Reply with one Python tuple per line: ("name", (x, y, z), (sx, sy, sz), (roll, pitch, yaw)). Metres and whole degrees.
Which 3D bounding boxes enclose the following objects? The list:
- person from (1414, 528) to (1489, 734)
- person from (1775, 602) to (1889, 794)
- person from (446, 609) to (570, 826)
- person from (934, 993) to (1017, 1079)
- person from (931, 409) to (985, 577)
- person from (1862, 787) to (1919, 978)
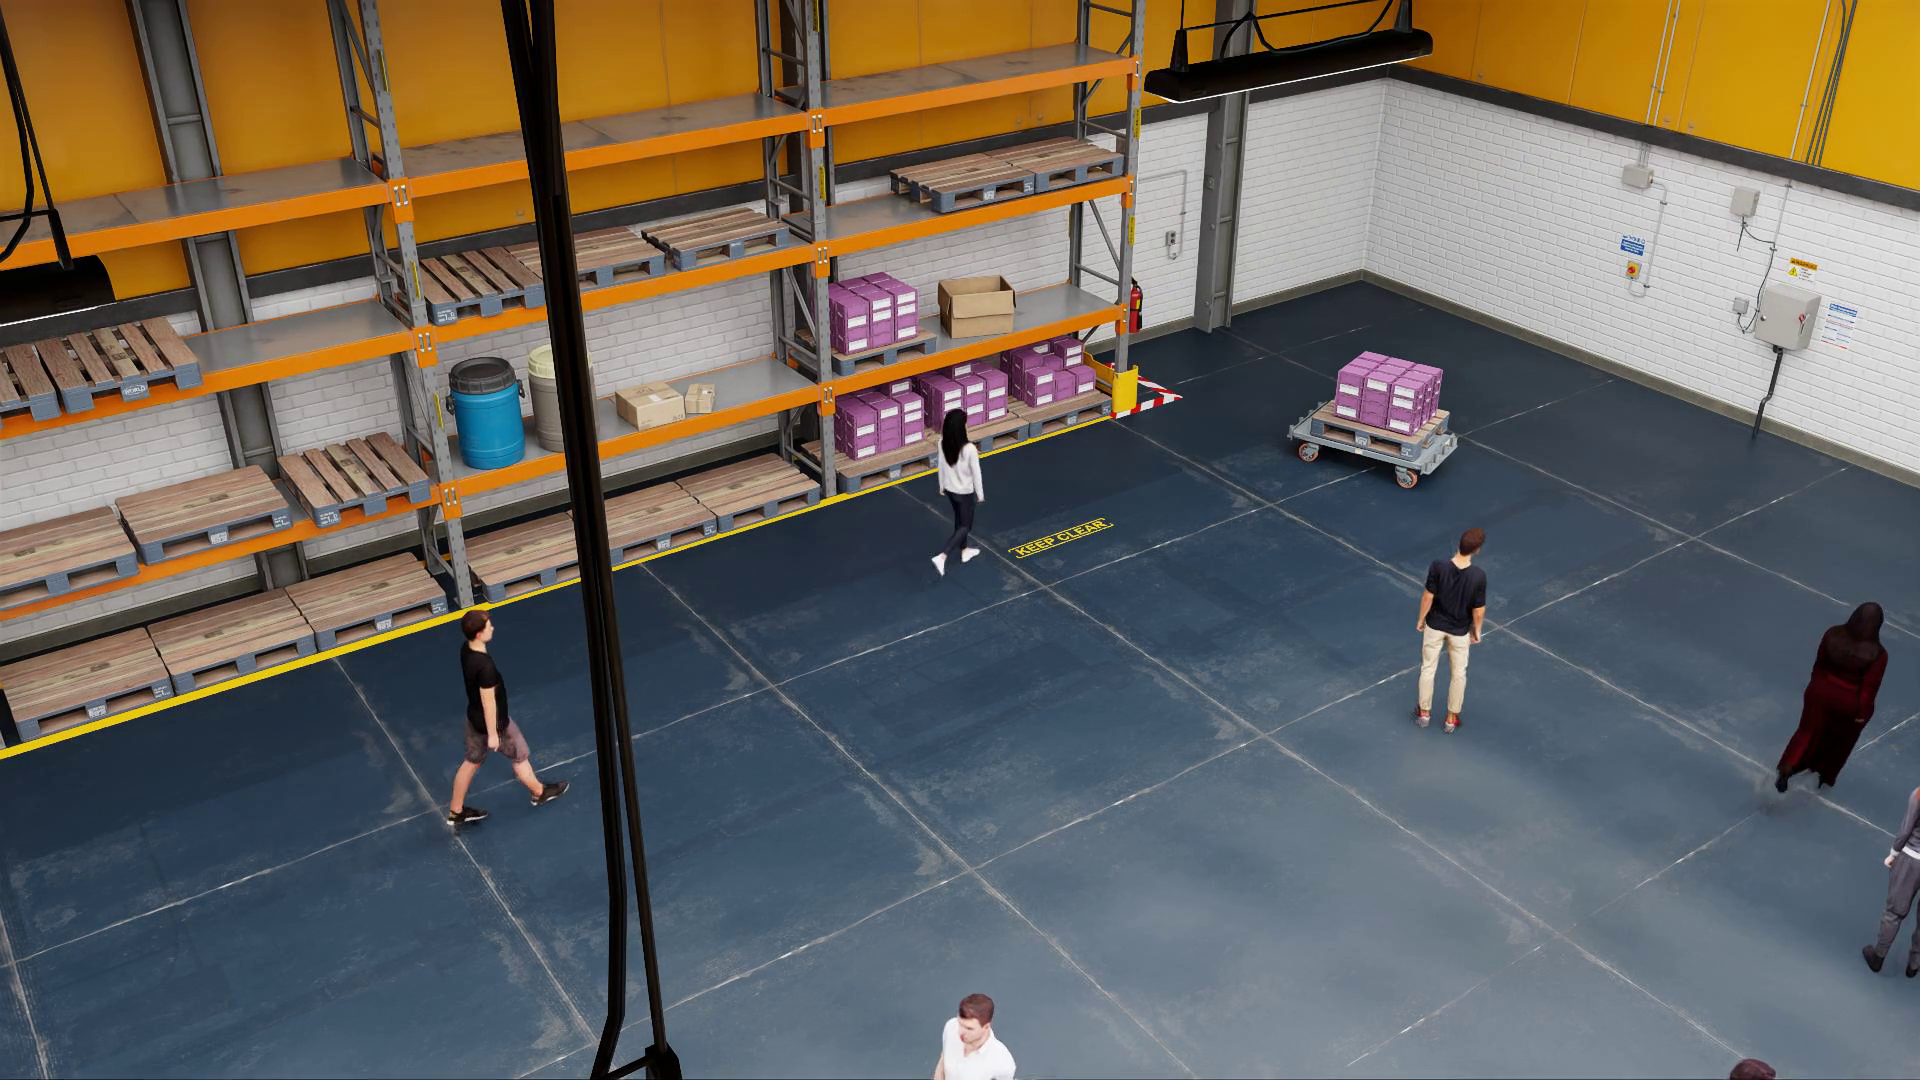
("person", (3.998, 0.720, 13.606), (0.752, 1.848, 0.774), (5, 29, 10))
("person", (6.678, 1.258, 12.736), (0.943, 1.737, 0.685), (-20, 34, -32))
("person", (-3.624, 1.364, 12.455), (1.169, 1.819, 0.677), (-18, 33, -30))
("person", (0.132, 3.157, 9.173), (1.202, 1.815, 0.707), (-21, 35, -33))
("person", (-0.049, -0.438, 15.901), (0.779, 1.683, 1.063), (21, 35, 34))
("person", (6.408, 2.151, 11.053), (0.656, 1.781, 0.677), (9, 30, 17))
